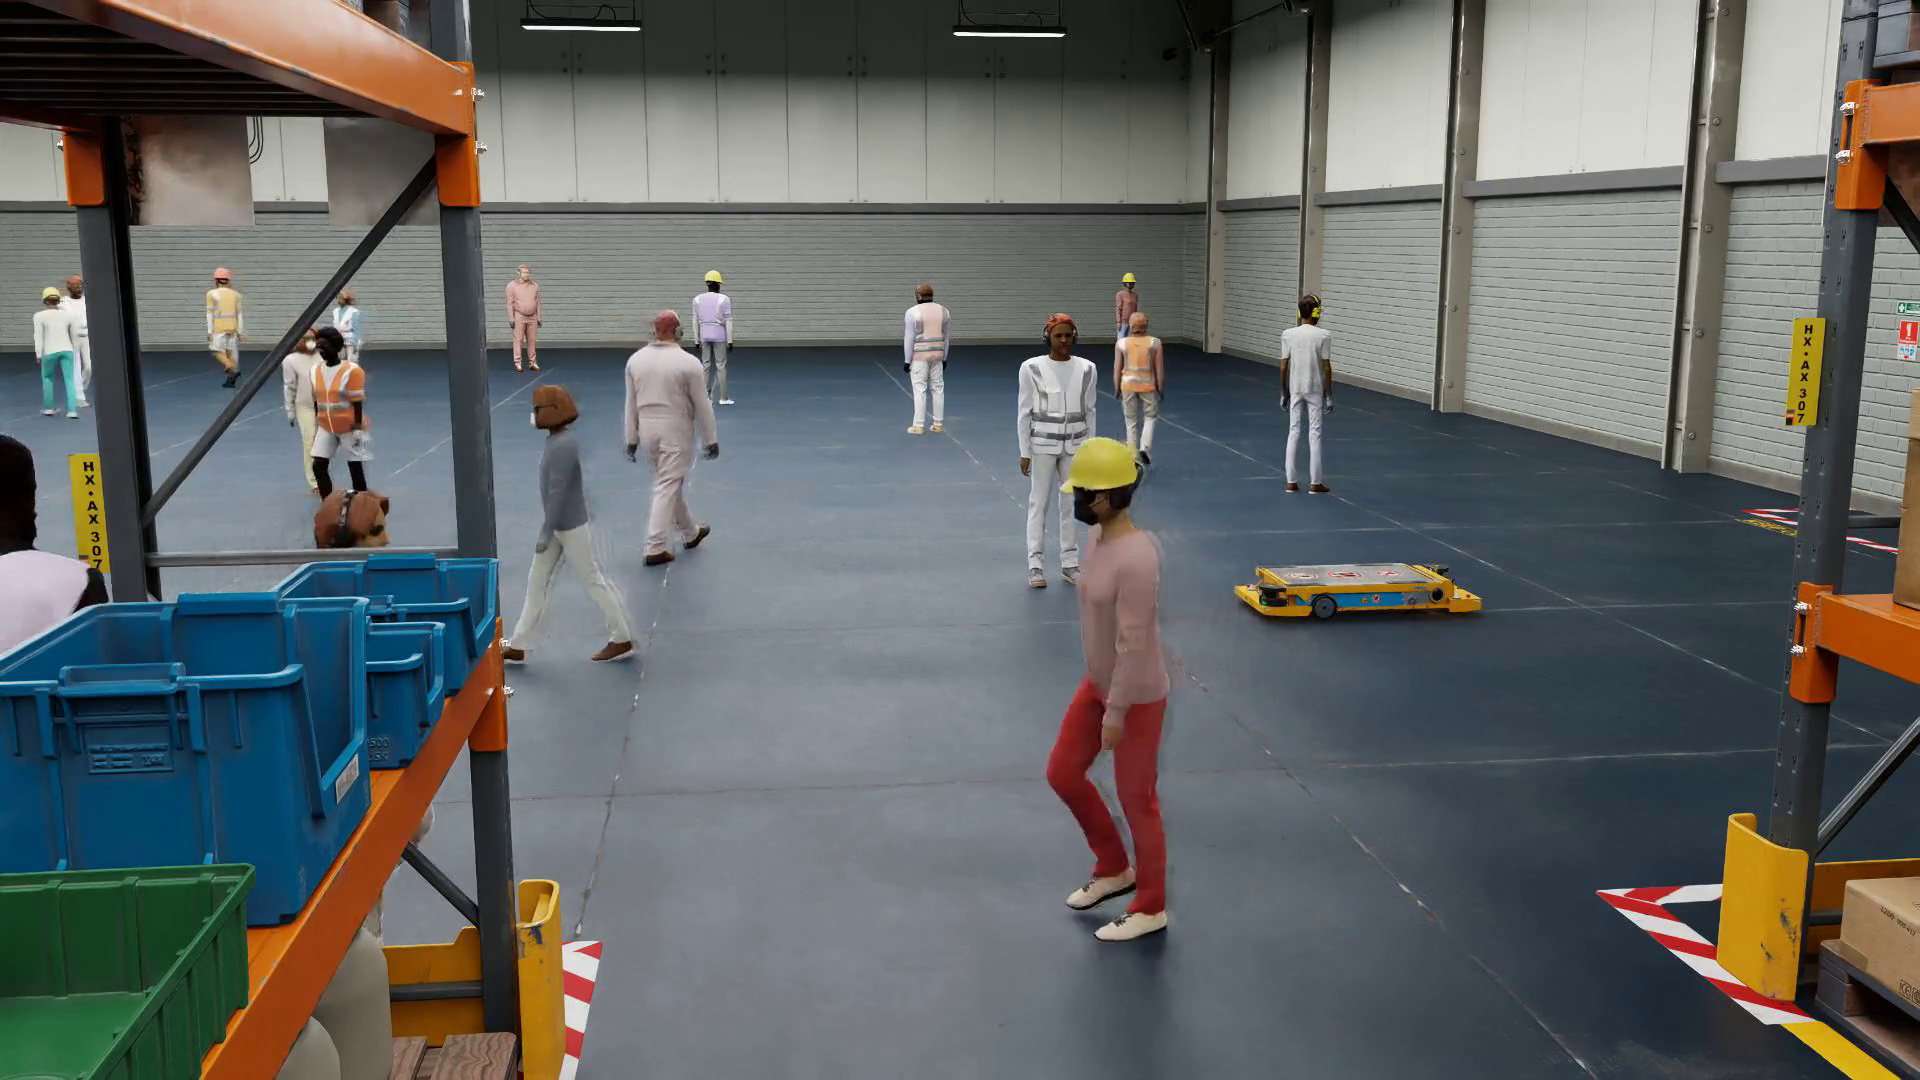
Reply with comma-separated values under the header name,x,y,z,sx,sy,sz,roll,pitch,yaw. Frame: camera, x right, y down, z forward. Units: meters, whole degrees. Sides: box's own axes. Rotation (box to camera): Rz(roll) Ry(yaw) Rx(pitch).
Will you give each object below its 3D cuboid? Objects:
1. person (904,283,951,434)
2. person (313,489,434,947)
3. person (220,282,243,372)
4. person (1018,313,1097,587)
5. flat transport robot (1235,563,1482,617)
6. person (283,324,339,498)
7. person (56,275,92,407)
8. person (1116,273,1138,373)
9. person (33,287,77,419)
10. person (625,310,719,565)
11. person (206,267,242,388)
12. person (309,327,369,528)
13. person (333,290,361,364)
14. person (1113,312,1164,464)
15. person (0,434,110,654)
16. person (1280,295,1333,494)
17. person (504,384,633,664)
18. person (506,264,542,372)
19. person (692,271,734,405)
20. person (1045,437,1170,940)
name,x,y,z,sx,sy,sz,roll,pitch,yaw
person,-0.425,-2.215,20.374,0.624,1.840,0.429,-6,12,-31
person,-1.884,0.640,5.282,0.373,1.625,0.529,-1,10,-5
person,-12.963,-3.757,29.437,0.530,1.614,0.556,-8,13,-36
person,0.677,-0.615,11.483,0.575,1.882,0.355,-3,11,-17
flat transport robot,2.570,0.315,10.798,1.431,0.197,0.652,-1,10,-7
person,-5.985,-1.201,15.398,0.516,1.618,0.413,-8,13,-37
person,-12.535,-2.822,23.622,0.558,1.864,0.618,10,14,43
person,2.975,-3.844,29.499,0.523,1.769,0.315,-9,14,-40
person,-12.061,-2.487,22.139,0.820,1.728,0.543,10,14,42
person,-2.122,-0.783,12.463,0.673,1.851,0.981,5,12,26
person,-11.634,-3.348,26.358,0.535,1.920,0.571,8,13,36
person,-5.095,-0.899,13.607,0.535,1.678,0.548,2,11,13
person,-9.070,-2.878,24.591,0.517,1.623,0.362,5,11,24
person,1.857,-1.564,17.351,0.543,1.624,0.373,2,11,11
person,-2.531,0.637,4.630,0.603,1.870,0.972,1,10,7
person,3.261,-1.362,15.639,0.517,1.862,0.327,6,12,30
person,-2.253,-0.075,9.308,0.860,1.584,0.515,-4,11,-23
person,-7.801,-3.980,29.852,0.643,1.911,0.411,-9,14,-41
person,-3.525,-2.883,23.806,0.585,1.921,0.383,3,11,14
person,0.531,0.521,5.633,0.456,1.746,0.526,-3,11,-16
